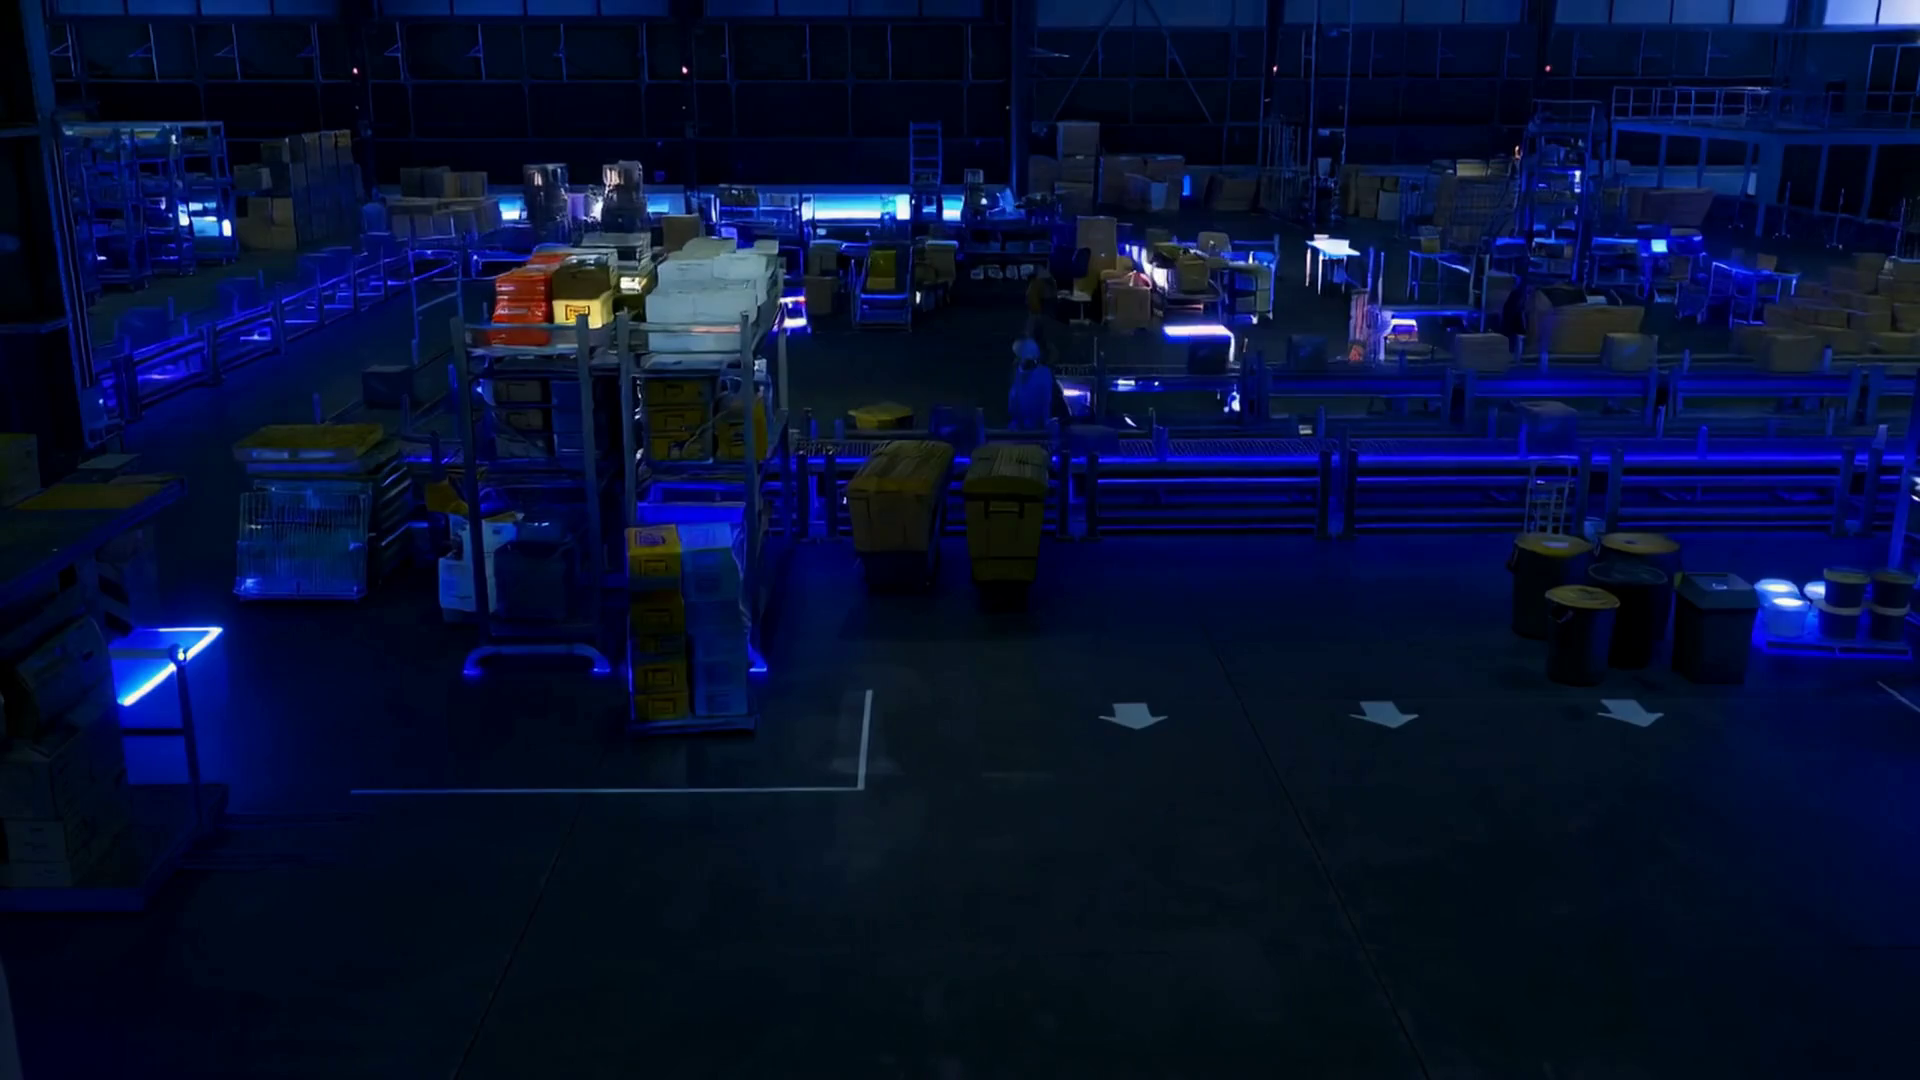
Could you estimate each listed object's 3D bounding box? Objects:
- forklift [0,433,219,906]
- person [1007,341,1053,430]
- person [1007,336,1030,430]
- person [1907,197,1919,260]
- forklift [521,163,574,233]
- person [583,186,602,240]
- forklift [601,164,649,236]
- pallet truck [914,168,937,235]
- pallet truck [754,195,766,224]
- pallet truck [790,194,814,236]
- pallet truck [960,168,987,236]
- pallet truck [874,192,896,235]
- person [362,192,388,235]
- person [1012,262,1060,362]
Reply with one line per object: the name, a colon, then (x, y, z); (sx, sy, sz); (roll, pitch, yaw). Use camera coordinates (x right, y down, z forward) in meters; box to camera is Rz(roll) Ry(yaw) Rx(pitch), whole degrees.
forklift: (-5.952, 0.780, 10.366); (1.873, 2.768, 1.129); (0, 16, -1)
person: (0.829, -1.509, 20.208); (0.607, 1.832, 0.411); (15, 22, 42)
person: (0.705, -1.798, 21.460); (0.704, 1.678, 0.538); (1, 16, 3)
person: (23.825, -7.672, 41.251); (0.612, 2.034, 0.394); (9, 18, 29)
forklift: (-12.233, -10.122, 49.298); (1.157, 1.987, 2.680); (0, 16, -1)
person: (-9.912, -8.651, 45.013); (0.589, 1.832, 0.404); (11, 19, 34)
forklift: (-9.948, -10.127, 49.296); (1.157, 1.987, 2.680); (-1, 16, -3)
pallet truck: (-0.989, -10.316, 50.507); (0.823, 1.965, 1.885); (1, 16, 3)
pallet truck: (-6.051, -9.967, 50.660); (0.680, 1.201, 1.601); (0, 16, -1)
pallet truck: (-4.814, -9.883, 50.259); (0.704, 1.261, 1.522); (-1, 16, -3)
pallet truck: (0.383, -10.230, 50.206); (0.823, 1.965, 1.885); (-1, 16, -3)
pallet truck: (-2.277, -9.986, 50.594); (0.653, 1.274, 1.630); (0, 16, -1)
person: (-14.938, -7.944, 42.494); (0.651, 1.876, 0.902); (1, 16, 3)
person: (1.347, -3.972, 28.950); (0.929, 1.720, 0.531); (8, 18, 25)
